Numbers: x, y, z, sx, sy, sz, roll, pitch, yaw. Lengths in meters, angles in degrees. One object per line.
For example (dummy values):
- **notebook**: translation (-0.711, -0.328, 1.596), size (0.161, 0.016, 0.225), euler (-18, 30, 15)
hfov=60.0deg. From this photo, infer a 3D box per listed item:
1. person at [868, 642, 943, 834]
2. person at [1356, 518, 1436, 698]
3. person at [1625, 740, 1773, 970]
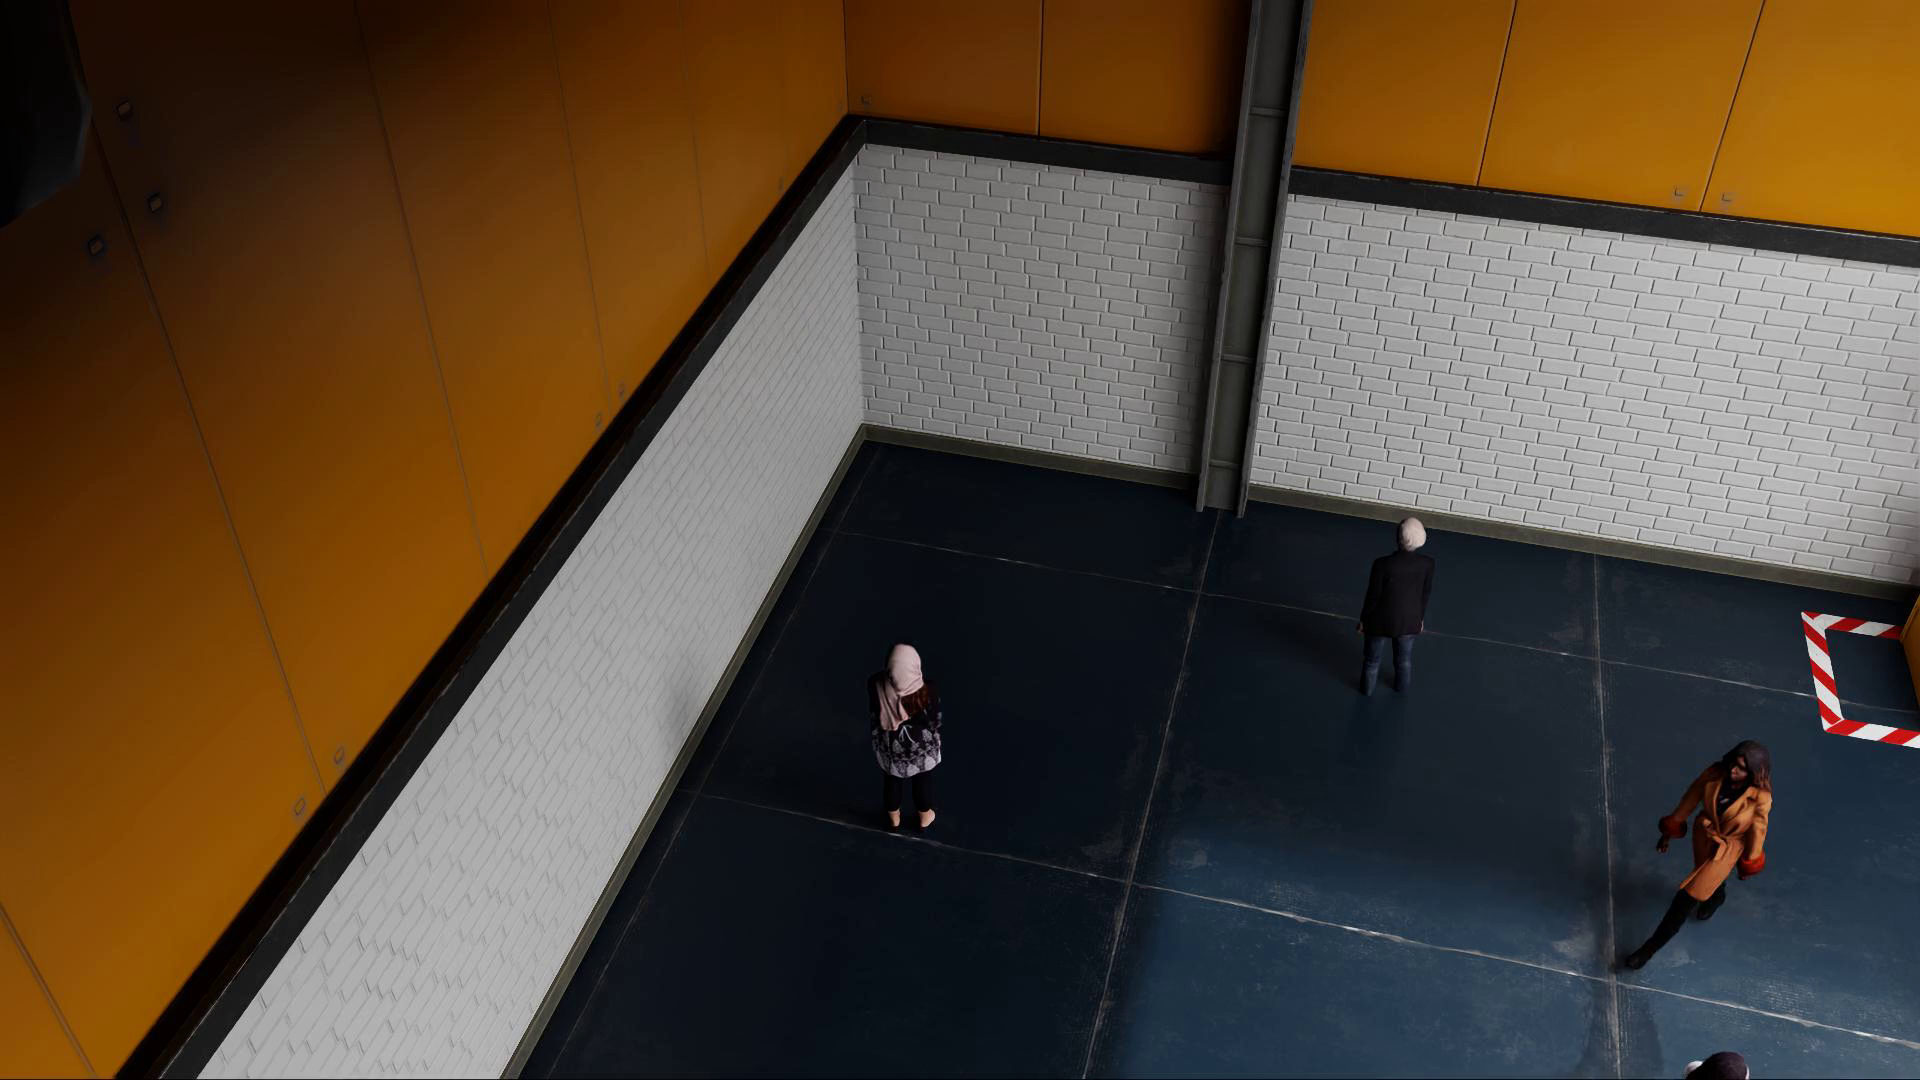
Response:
- **person**: translation (-0.346, 1.267, 10.636), size (0.612, 1.639, 0.730), euler (3, 39, 4)
- **person**: translation (3.077, 0.610, 11.845), size (0.720, 1.776, 0.759), euler (-1, 39, -1)
- **person**: translation (4.544, 1.812, 9.928), size (1.250, 1.670, 1.211), euler (-22, 44, -25)
